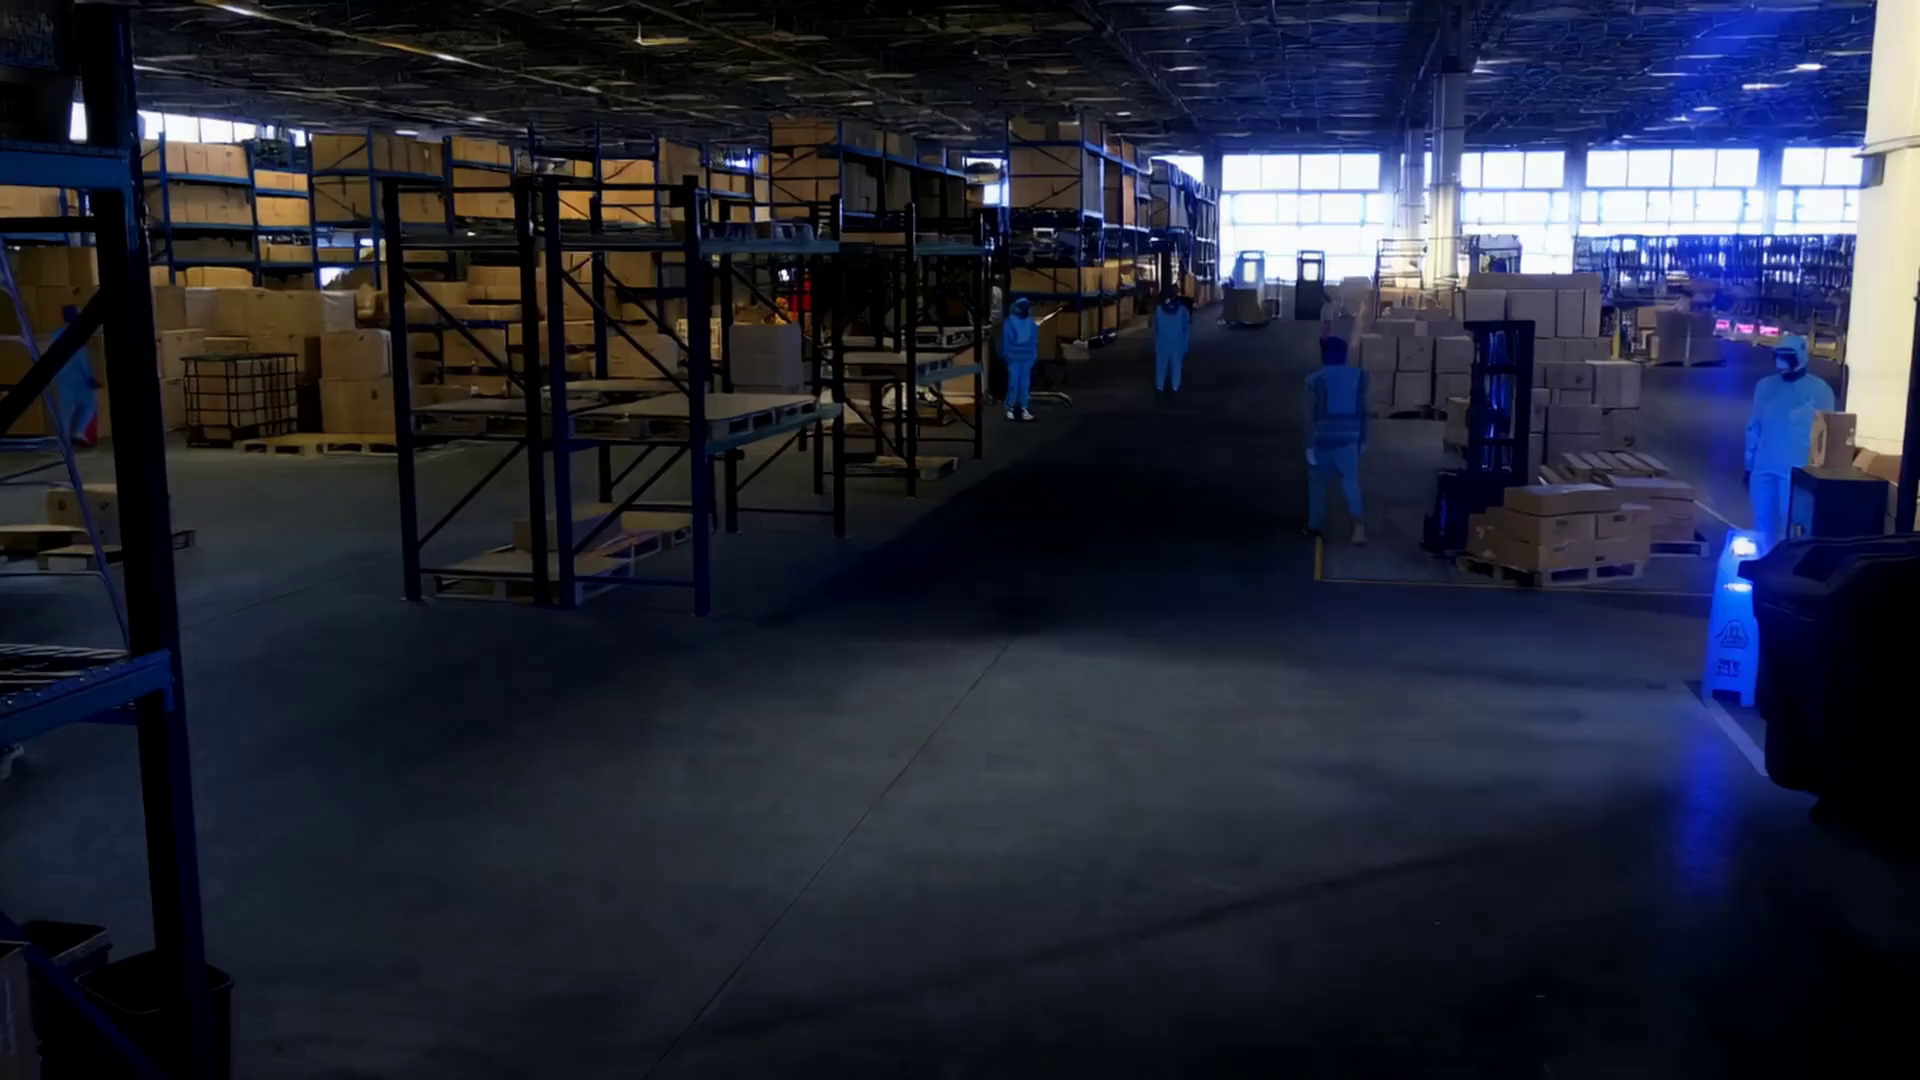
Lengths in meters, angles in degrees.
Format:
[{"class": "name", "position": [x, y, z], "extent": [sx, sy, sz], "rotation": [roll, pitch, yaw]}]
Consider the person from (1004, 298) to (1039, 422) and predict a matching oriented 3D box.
[{"class": "person", "position": [0.933, -2.749, 25.421], "extent": [0.573, 1.887, 0.355], "rotation": [-5, 11, -27]}]

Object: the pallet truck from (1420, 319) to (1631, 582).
[{"class": "pallet truck", "position": [4.543, -0.757, 13.299], "extent": [0.823, 1.965, 1.885], "rotation": [-4, 10, -22]}]

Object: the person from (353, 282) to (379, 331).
[{"class": "person", "position": [-14.813, -5.474, 41.498], "extent": [0.587, 1.911, 0.397], "rotation": [-4, 11, -24]}]

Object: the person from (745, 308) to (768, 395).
[{"class": "person", "position": [-3.652, -3.391, 30.095], "extent": [0.511, 1.593, 0.864], "rotation": [4, 11, 24]}]

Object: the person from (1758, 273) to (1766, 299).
[{"class": "person", "position": [38.780, -12.019, 80.506], "extent": [0.629, 1.829, 0.565], "rotation": [4, 11, 25]}]

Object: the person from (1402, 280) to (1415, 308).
[{"class": "person", "position": [17.297, -9.238, 64.248], "extent": [0.400, 1.755, 0.524], "rotation": [-7, 12, -36]}]

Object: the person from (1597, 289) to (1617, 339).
[{"class": "person", "position": [13.104, -4.147, 33.755], "extent": [0.309, 1.868, 0.534], "rotation": [-2, 10, -14]}]

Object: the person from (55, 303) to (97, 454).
[{"class": "person", "position": [-11.261, -2.051, 21.191], "extent": [0.567, 1.912, 0.700], "rotation": [-5, 11, -29]}]

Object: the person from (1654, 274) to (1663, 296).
[{"class": "person", "position": [33.874, -12.039, 80.742], "extent": [0.947, 1.771, 0.618], "rotation": [3, 10, 17]}]

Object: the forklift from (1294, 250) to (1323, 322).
[{"class": "forklift", "position": [13.778, -10.002, 65.433], "extent": [1.129, 2.768, 1.873], "rotation": [2, 10, 12]}]

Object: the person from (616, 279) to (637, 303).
[{"class": "person", "position": [-8.506, -5.646, 42.318], "extent": [0.619, 1.977, 0.470], "rotation": [-2, 10, -14]}]

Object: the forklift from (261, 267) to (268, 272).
[{"class": "forklift", "position": [-24.670, -8.789, 58.248], "extent": [1.129, 2.768, 1.873], "rotation": [2, 10, 12]}]

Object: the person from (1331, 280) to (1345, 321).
[{"class": "person", "position": [15.153, -9.618, 66.786], "extent": [0.537, 1.656, 0.868], "rotation": [-1, 10, -8]}]

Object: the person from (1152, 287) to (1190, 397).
[{"class": "person", "position": [3.801, -3.610, 30.065], "extent": [0.682, 2.000, 1.023], "rotation": [2, 10, 11]}]

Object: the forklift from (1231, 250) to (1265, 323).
[{"class": "forklift", "position": [10.787, -9.416, 61.967], "extent": [1.129, 2.768, 1.873], "rotation": [3, 10, 15]}]

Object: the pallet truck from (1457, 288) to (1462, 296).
[{"class": "pallet truck", "position": [20.506, -9.785, 68.819], "extent": [0.653, 1.274, 1.630], "rotation": [2, 10, 12]}]

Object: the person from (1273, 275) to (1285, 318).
[{"class": "person", "position": [13.450, -10.274, 70.222], "extent": [0.422, 1.816, 0.585], "rotation": [-8, 13, -40]}]

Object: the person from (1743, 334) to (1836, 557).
[{"class": "person", "position": [5.952, -0.512, 12.021], "extent": [0.373, 1.940, 0.628], "rotation": [-5, 11, -29]}]

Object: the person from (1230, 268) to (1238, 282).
[{"class": "person", "position": [14.795, -13.695, 89.999], "extent": [0.624, 1.973, 0.628], "rotation": [2, 10, 9]}]

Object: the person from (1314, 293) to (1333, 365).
[{"class": "person", "position": [8.661, -4.935, 38.946], "extent": [0.610, 1.672, 0.530], "rotation": [1, 10, 7]}]

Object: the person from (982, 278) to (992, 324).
[{"class": "person", "position": [0.799, -9.213, 64.010], "extent": [0.826, 1.799, 0.606], "rotation": [0, 10, 3]}]

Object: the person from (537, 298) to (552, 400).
[{"class": "person", "position": [-6.201, -2.687, 25.044], "extent": [0.504, 1.902, 0.743], "rotation": [-1, 10, -8]}]

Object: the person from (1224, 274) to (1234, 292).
[{"class": "person", "position": [13.943, -12.932, 86.181], "extent": [0.540, 1.727, 0.861], "rotation": [2, 10, 14]}]

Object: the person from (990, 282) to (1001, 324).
[{"class": "person", "position": [1.352, -9.034, 63.439], "extent": [0.532, 1.612, 0.393], "rotation": [9, 13, 41]}]

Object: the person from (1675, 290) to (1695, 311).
[{"class": "person", "position": [20.153, -6.144, 46.323], "extent": [0.534, 1.603, 0.752], "rotation": [2, 10, 12]}]

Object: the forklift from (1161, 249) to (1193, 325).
[{"class": "forklift", "position": [7.646, -9.320, 61.395], "extent": [1.873, 2.768, 1.129], "rotation": [2, 10, 11]}]

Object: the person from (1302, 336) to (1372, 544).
[{"class": "person", "position": [3.289, -0.868, 14.505], "extent": [0.627, 1.816, 0.804], "rotation": [-1, 10, -6]}]
